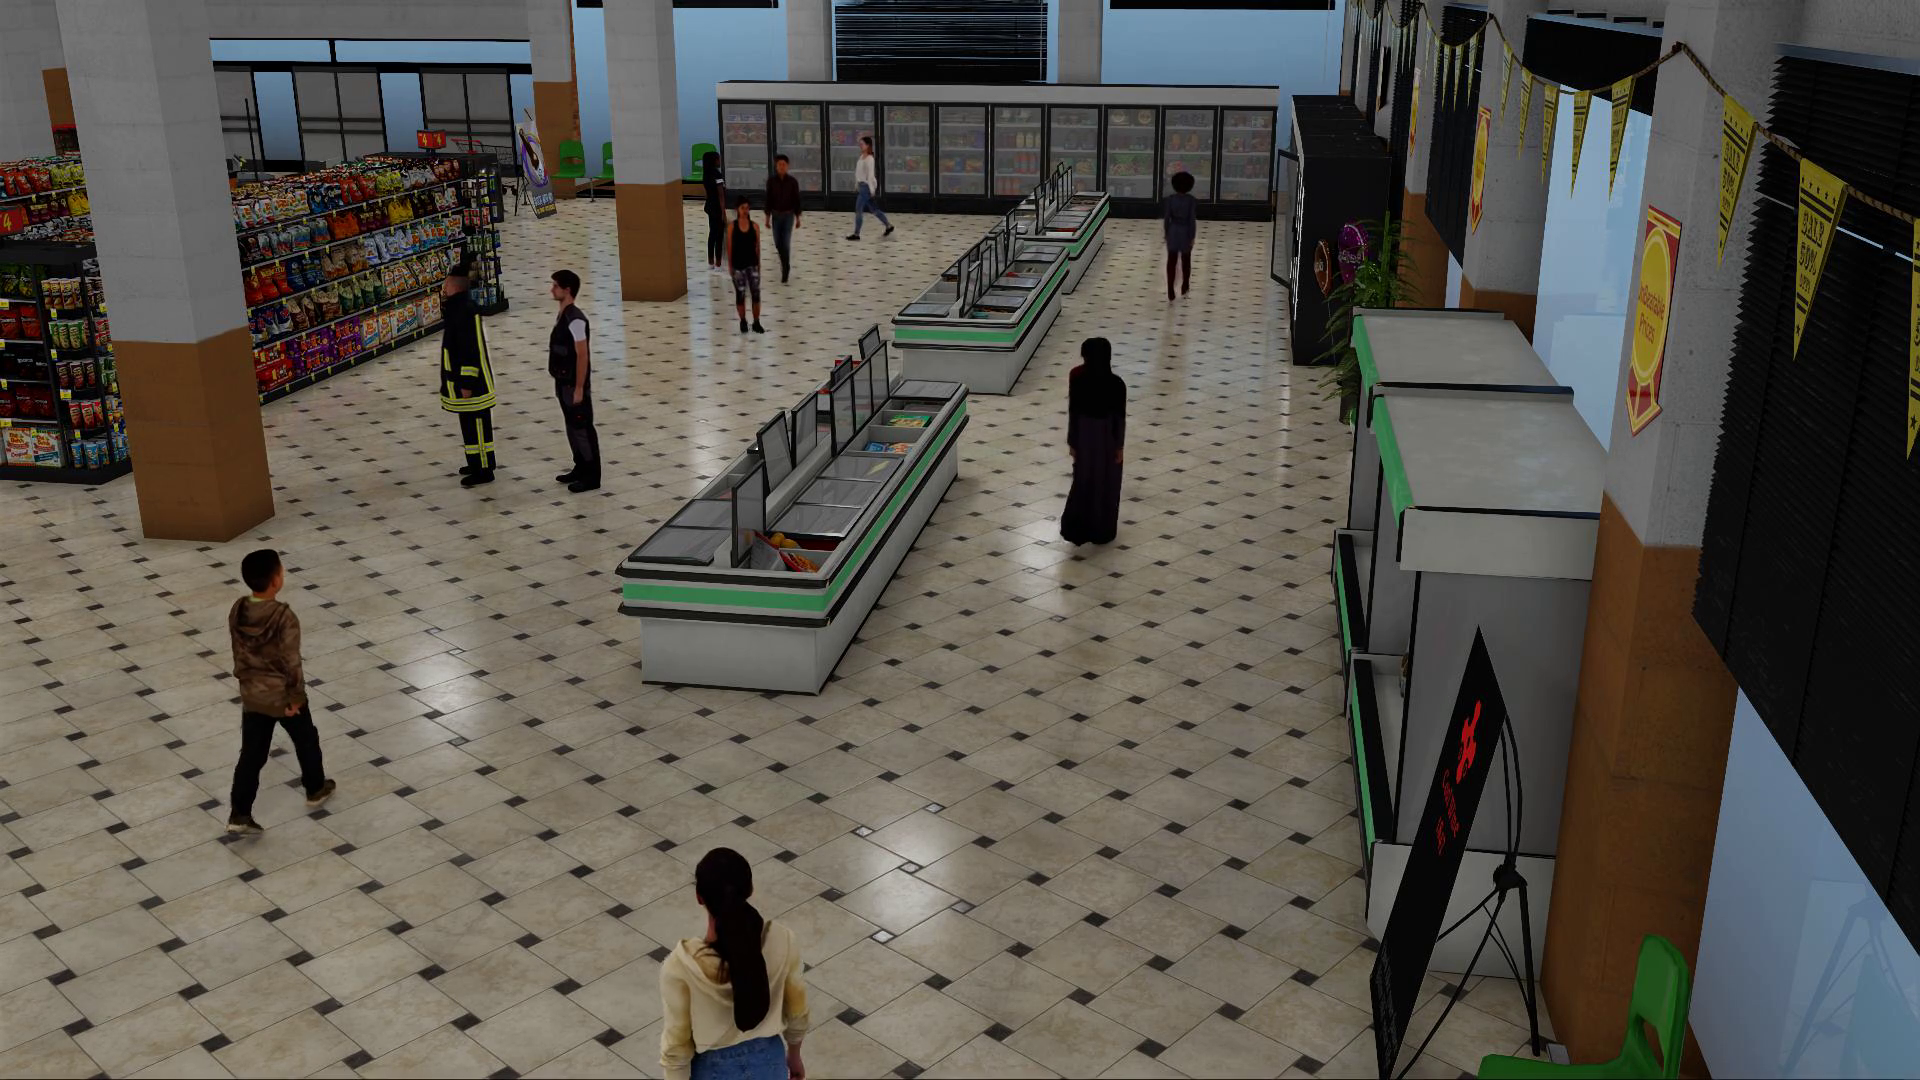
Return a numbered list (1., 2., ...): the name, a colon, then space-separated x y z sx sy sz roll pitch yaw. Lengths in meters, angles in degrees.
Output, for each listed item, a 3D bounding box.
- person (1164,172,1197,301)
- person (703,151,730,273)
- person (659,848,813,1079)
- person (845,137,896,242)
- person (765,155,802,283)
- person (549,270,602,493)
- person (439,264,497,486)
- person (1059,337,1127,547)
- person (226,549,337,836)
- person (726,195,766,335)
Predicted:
1. person: 2.888 -3.974 22.023 0.684 1.666 1.110 5 19 15
2. person: -3.600 -4.849 24.517 0.752 1.729 0.685 -11 22 -30
3. person: -0.669 1.757 5.138 1.000 1.594 1.152 -8 20 -21
4. person: -1.445 -5.713 27.196 0.998 1.655 1.133 -5 19 -15
5. person: -2.521 -4.568 23.654 0.761 1.747 1.168 1 19 2
6. person: -3.223 -1.337 13.916 0.795 1.848 0.708 -9 21 -25
7. person: -4.176 -1.413 14.118 0.932 1.862 0.806 -5 19 -15
8. person: 0.998 -0.706 12.431 0.719 1.601 0.955 8 20 22
9. person: -3.476 0.784 8.272 0.591 1.434 0.946 2 19 6
10. person: -2.640 -3.335 20.155 0.781 1.647 0.885 -6 19 -17
